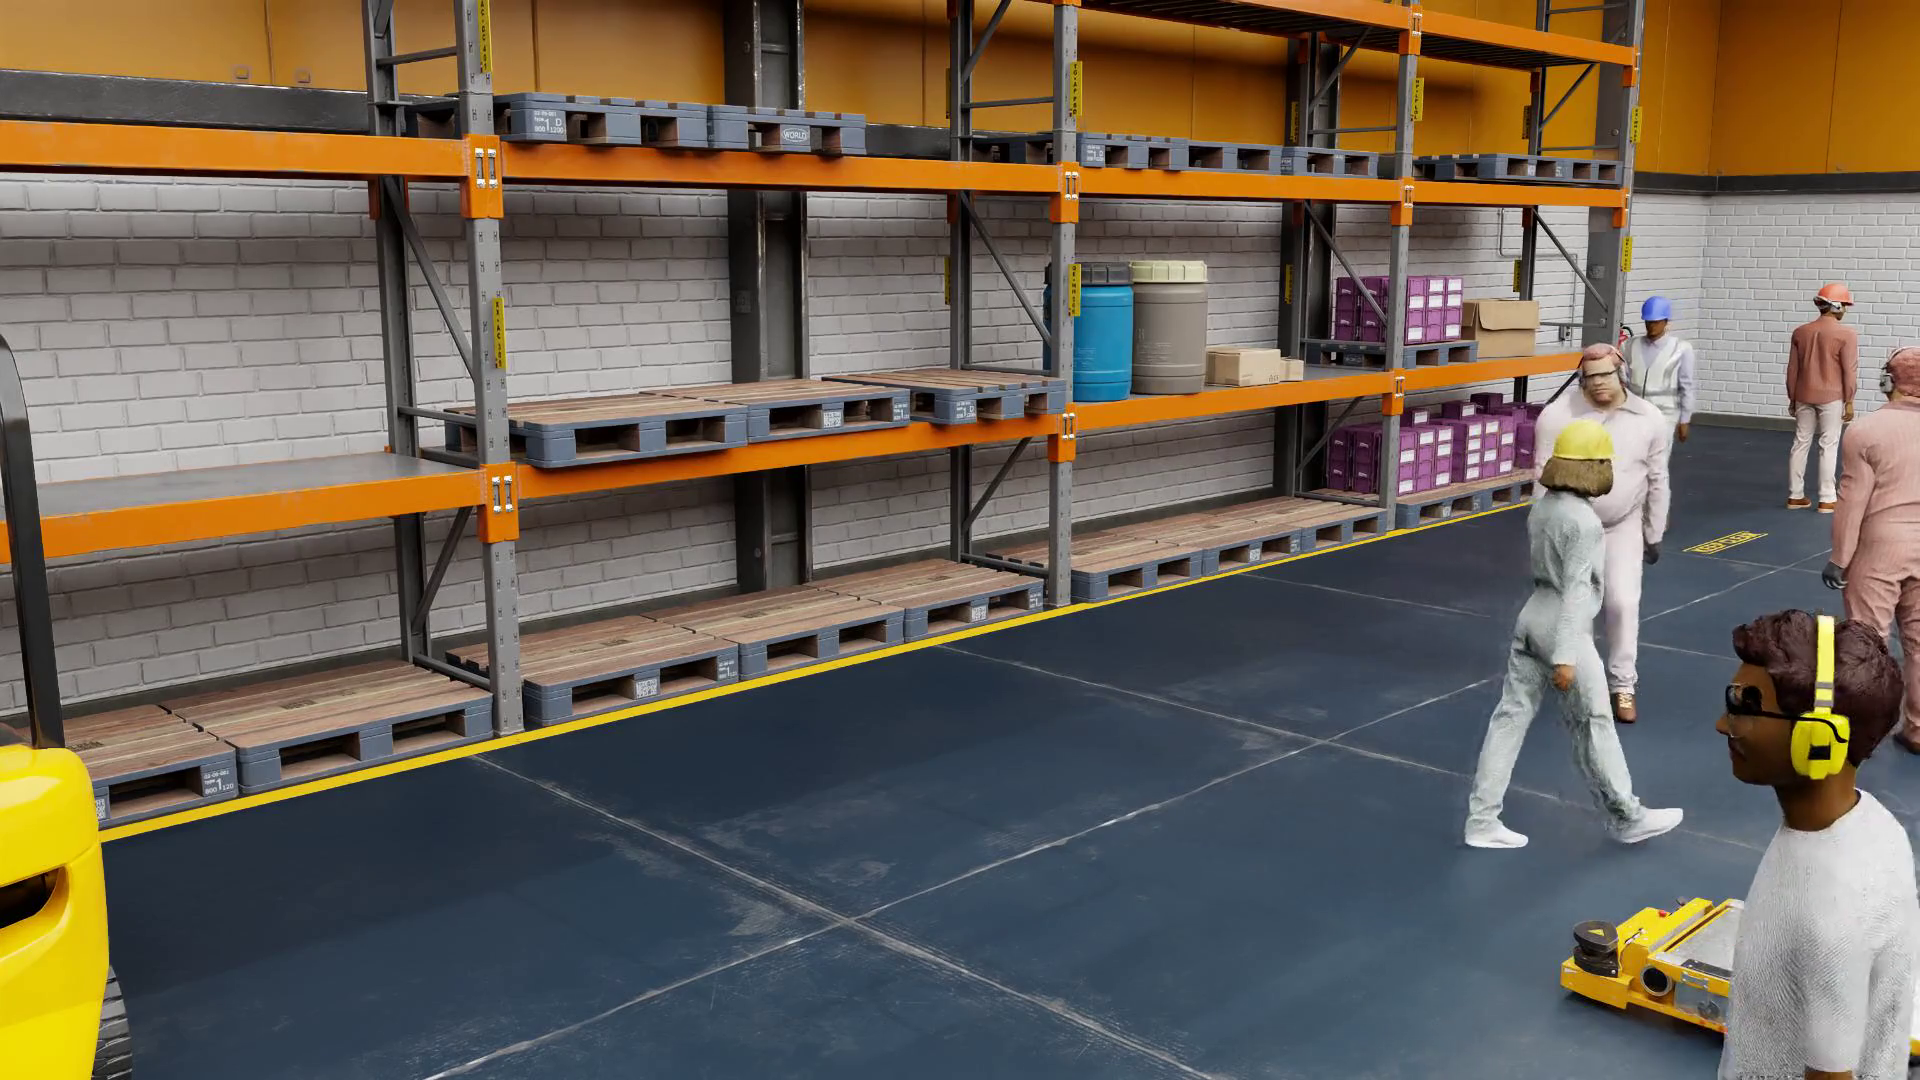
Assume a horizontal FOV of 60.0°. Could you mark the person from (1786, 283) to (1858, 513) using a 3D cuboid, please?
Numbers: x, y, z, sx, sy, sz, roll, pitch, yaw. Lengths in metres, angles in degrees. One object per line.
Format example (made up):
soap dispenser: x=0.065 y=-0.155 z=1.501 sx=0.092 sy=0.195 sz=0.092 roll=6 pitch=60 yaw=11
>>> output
person: x=7.526 y=-1.234 z=14.515 sx=0.391 sy=1.989 sz=0.610 roll=-6 pitch=12 yaw=-29

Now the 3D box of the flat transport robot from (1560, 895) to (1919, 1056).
flat transport robot: x=2.633 y=1.374 z=4.980 sx=0.652 sy=0.197 sz=1.431 roll=-10 pitch=15 yaw=-44

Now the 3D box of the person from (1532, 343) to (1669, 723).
person: x=3.197 y=-0.040 z=8.334 sx=0.656 sy=1.869 sz=0.757 roll=4 pitch=11 yaw=19

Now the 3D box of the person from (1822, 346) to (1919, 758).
person: x=4.315 y=0.059 z=7.696 sx=0.651 sy=1.904 sz=0.402 roll=-1 pitch=10 yaw=-3

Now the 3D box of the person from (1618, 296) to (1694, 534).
person: x=5.514 y=-0.983 z=13.327 sx=0.615 sy=1.928 sz=0.445 roll=9 pitch=14 yaw=41

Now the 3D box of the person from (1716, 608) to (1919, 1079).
person: x=1.316 y=1.016 z=2.599 sx=0.505 sy=1.860 sz=0.537 roll=5 pitch=12 yaw=27

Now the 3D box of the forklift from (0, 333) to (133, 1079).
forklift: x=-3.289 y=0.485 z=4.582 sx=1.214 sy=2.155 sz=2.313 roll=-10 pitch=14 yaw=-44

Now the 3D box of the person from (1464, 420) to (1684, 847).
person: x=2.400 y=0.380 z=6.483 sx=0.895 sy=1.689 sz=0.505 roll=-2 pitch=11 yaw=-9
